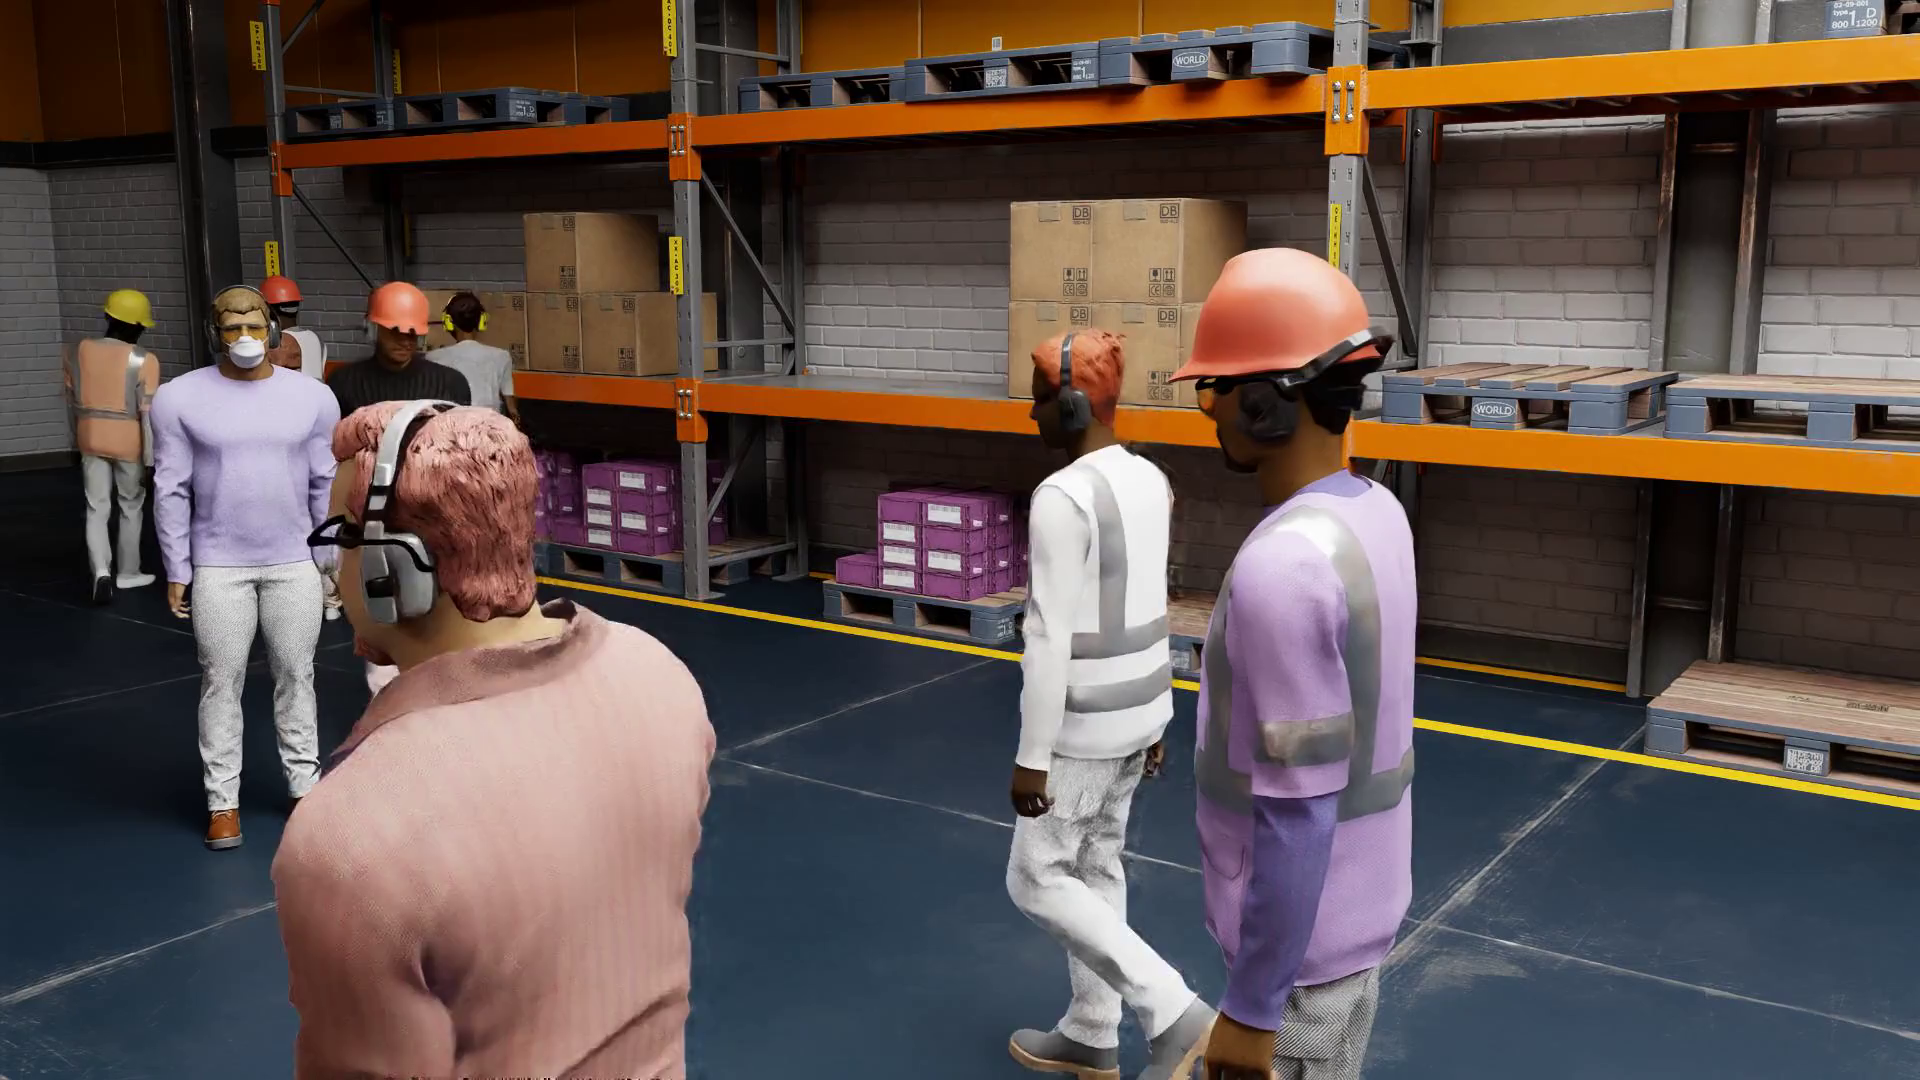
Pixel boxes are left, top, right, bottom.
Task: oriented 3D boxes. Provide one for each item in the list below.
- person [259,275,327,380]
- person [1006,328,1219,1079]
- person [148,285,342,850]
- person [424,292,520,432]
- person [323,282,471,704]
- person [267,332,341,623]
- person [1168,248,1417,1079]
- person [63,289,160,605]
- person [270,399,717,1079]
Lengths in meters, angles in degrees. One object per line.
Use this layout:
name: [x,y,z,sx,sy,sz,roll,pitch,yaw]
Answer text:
person: [-4.105,-0.653,10.246,0.375,1.934,0.547,2,10,9]
person: [0.364,0.441,3.918,0.524,1.871,0.596,5,11,29]
person: [-2.453,0.090,5.804,0.627,1.940,0.371,-6,11,-31]
person: [-2.798,-0.476,9.475,0.524,1.843,0.738,-8,12,-38]
person: [-2.349,-0.107,6.985,0.651,1.927,1.051,-3,10,-17]
person: [-3.683,-0.329,9.192,0.513,1.640,0.313,-6,11,-31]
person: [0.495,0.577,2.600,0.395,2.038,0.614,4,10,23]
person: [-5.027,-0.565,9.916,0.596,1.859,0.851,-2,10,-9]
person: [-0.499,0.772,1.921,0.771,1.892,0.654,5,11,28]
